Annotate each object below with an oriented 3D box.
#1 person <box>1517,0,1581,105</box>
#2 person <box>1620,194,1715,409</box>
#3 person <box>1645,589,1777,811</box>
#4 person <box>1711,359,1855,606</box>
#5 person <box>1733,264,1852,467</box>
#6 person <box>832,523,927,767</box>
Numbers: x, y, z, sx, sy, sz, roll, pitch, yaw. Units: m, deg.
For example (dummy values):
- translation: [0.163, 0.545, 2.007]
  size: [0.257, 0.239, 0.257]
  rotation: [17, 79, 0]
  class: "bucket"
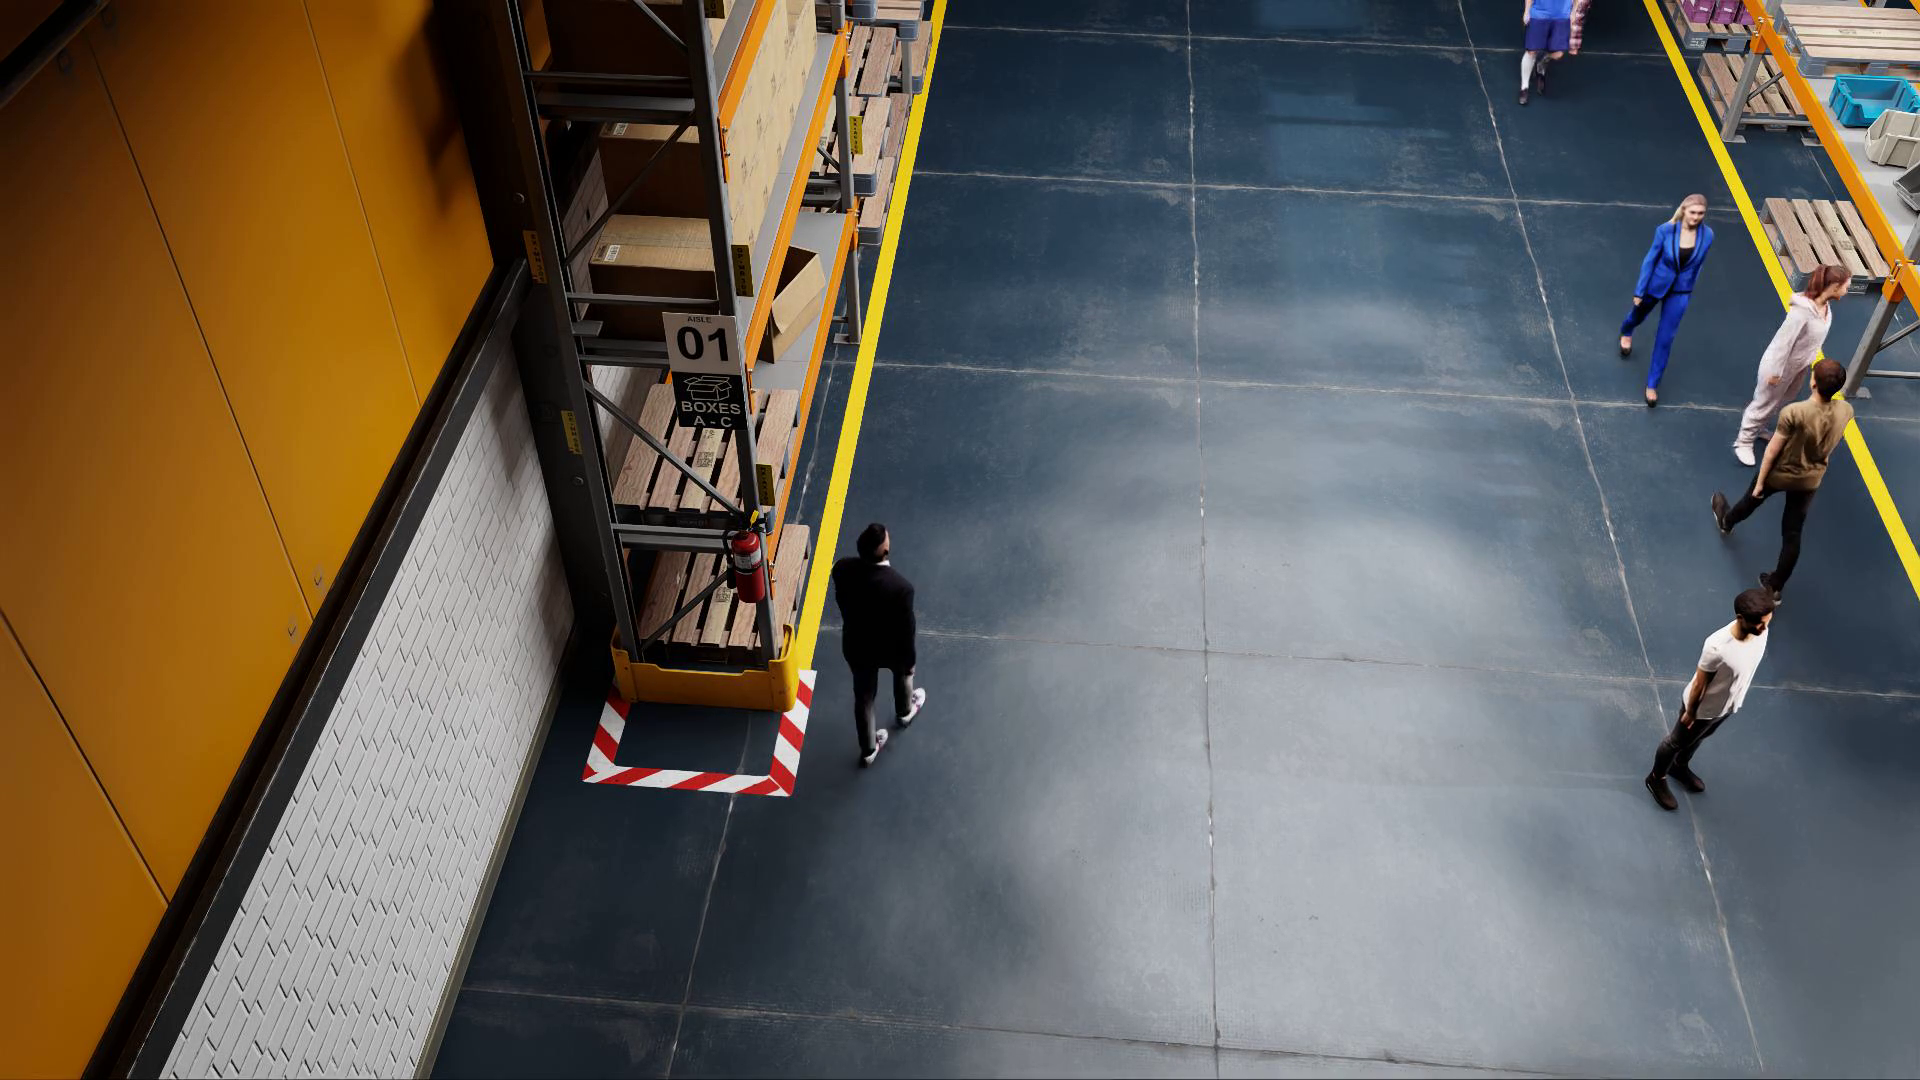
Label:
- translation: [5.790, -5.205, 16.342]
  size: [0.701, 1.830, 0.719]
  rotation: [6, 44, 6]
  class: "person"
- translation: [5.516, -2.008, 13.108]
  size: [0.696, 1.661, 1.149]
  rotation: [7, 44, 8]
  class: "person"
- translation: [4.524, 0.924, 9.987]
  size: [0.704, 1.722, 0.730]
  rotation: [-23, 48, -22]
  class: "person"
- translation: [5.670, -0.354, 11.277]
  size: [0.766, 1.792, 1.270]
  rotation: [0, 44, 0]
  class: "person"
- translation: [6.131, -1.312, 12.372]
  size: [0.744, 1.668, 0.786]
  rotation: [-14, 45, -15]
  class: "person"
- translation: [-0.552, 0.673, 10.097]
  size: [0.901, 1.932, 1.032]
  rotation: [16, 46, 16]
  class: "person"
